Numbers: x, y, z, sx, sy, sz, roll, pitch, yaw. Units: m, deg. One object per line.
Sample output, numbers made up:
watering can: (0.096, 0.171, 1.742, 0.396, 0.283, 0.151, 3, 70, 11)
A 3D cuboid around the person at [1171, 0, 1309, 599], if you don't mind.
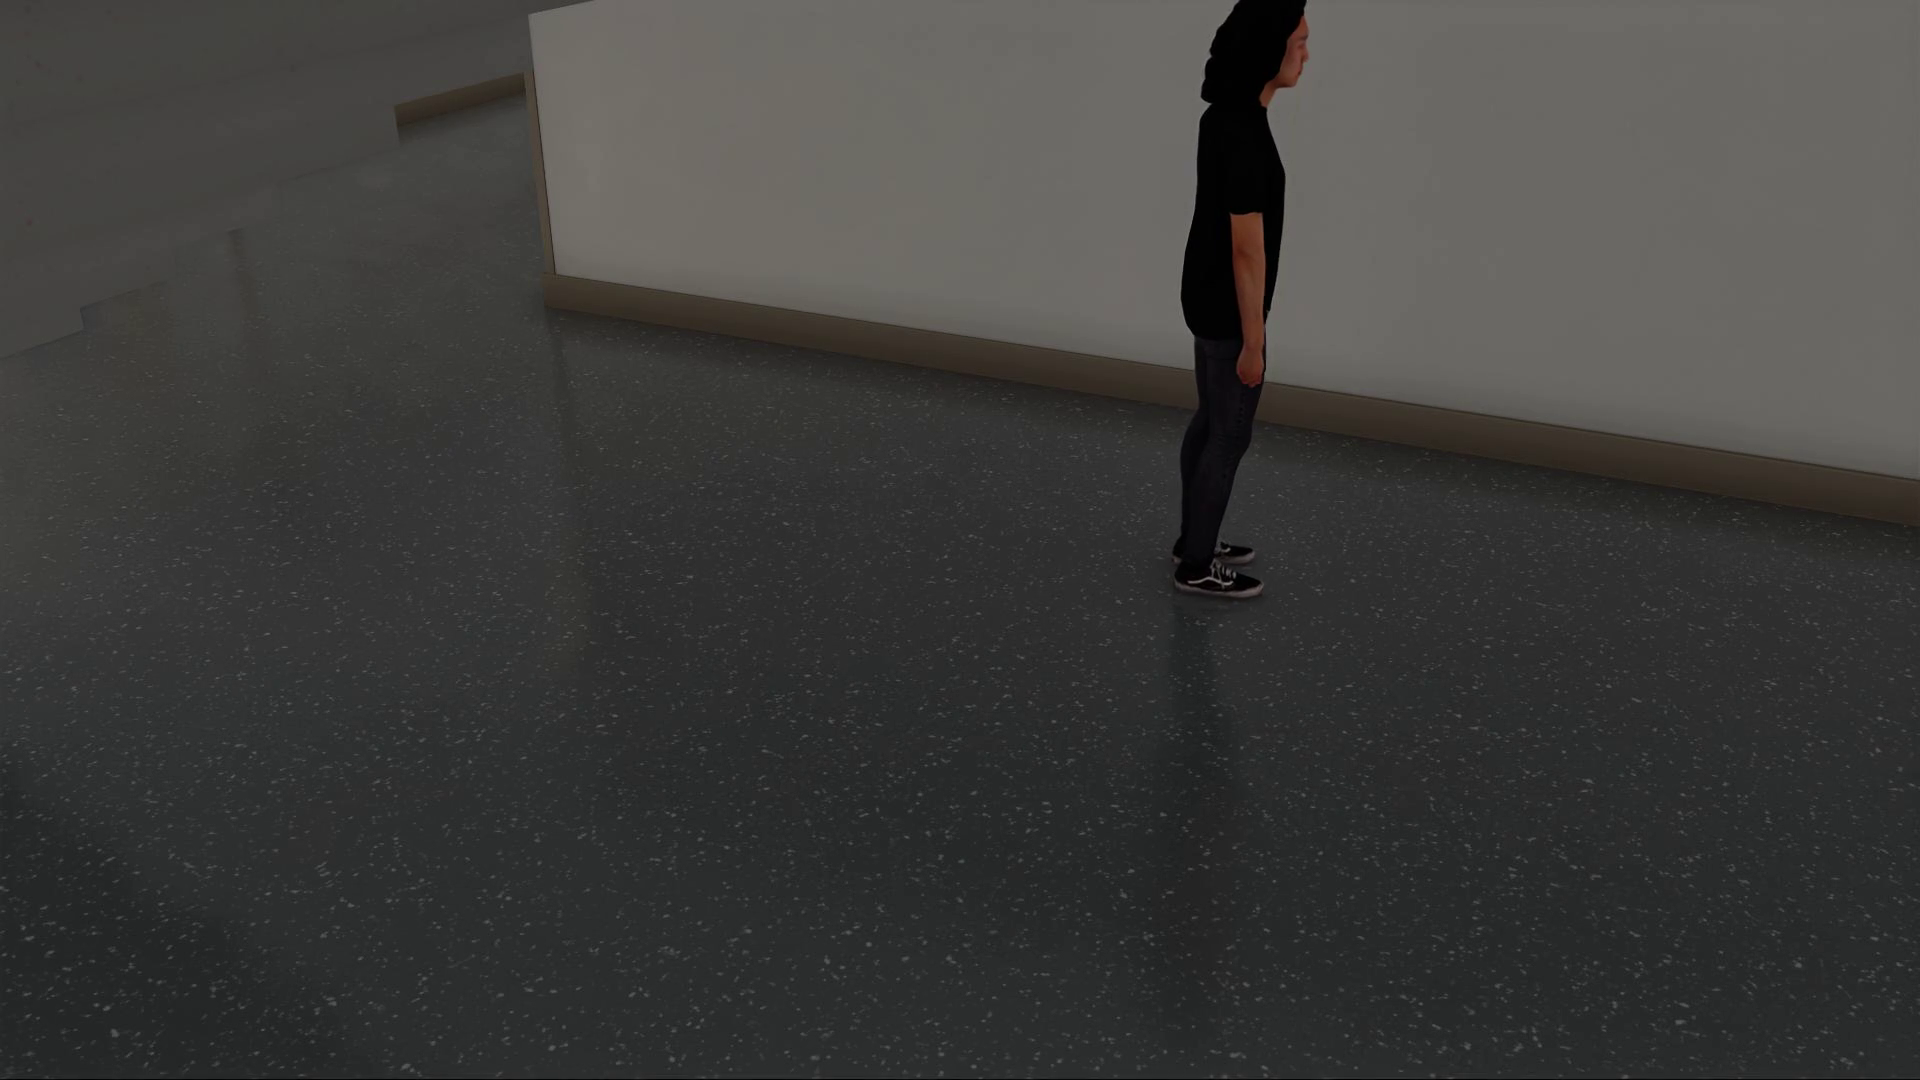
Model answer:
person: (0.783, -0.702, 4.923, 0.702, 1.824, 0.710, -1, 26, -3)
